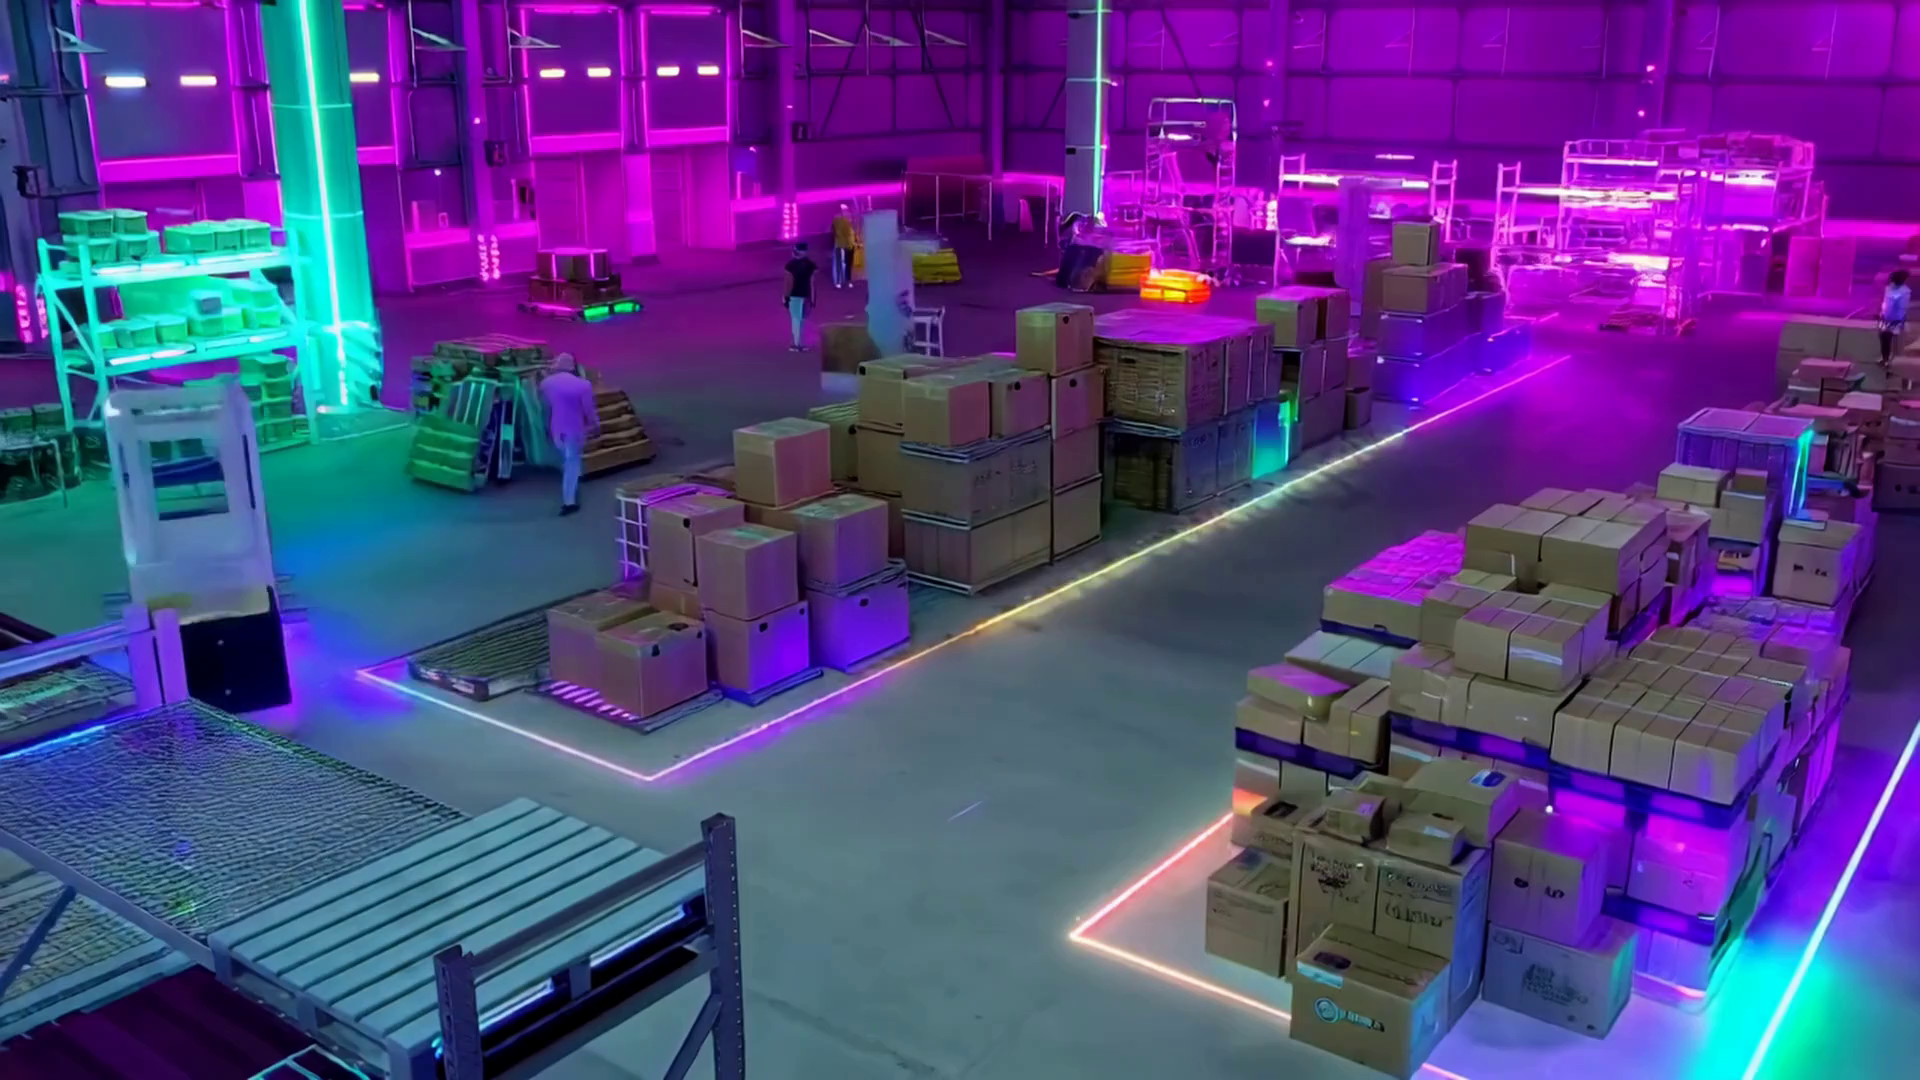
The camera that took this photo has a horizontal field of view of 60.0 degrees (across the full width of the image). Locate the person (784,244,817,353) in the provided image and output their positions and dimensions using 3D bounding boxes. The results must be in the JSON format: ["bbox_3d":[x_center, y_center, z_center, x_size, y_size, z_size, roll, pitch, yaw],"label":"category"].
[{"bbox_3d":[-2.843,-4.309,29.676,0.636,1.928,0.387,-9,19,-29],"label":"person"}]

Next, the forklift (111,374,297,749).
[{"bbox_3d":[-6.183,0.080,13.510,1.129,2.768,1.873,-8,19,-25],"label":"forklift"}]

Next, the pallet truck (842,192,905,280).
[{"bbox_3d":[-1.936,-7.159,38.982,1.885,1.965,0.823,-12,21,-34],"label":"pallet truck"}]

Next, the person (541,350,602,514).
[{"bbox_3d":[-4.566,-1.303,19.729,0.642,1.912,0.763,6,18,20],"label":"person"}]

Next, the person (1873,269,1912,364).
[{"bbox_3d":[15.978,-3.814,28.455,0.477,1.661,0.546,-9,19,-28],"label":"person"}]

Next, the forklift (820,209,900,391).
[{"bbox_3d":[-1.220,-3.791,26.326,1.873,2.768,1.129,3,17,10],"label":"forklift"}]

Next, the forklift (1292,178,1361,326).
[{"bbox_3d":[7.463,-5.595,32.302,1.873,2.768,1.129,5,18,17],"label":"forklift"}]

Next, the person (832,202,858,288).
[{"bbox_3d":[-2.582,-6.624,37.362,0.583,1.917,0.395,2,17,8],"label":"person"}]
